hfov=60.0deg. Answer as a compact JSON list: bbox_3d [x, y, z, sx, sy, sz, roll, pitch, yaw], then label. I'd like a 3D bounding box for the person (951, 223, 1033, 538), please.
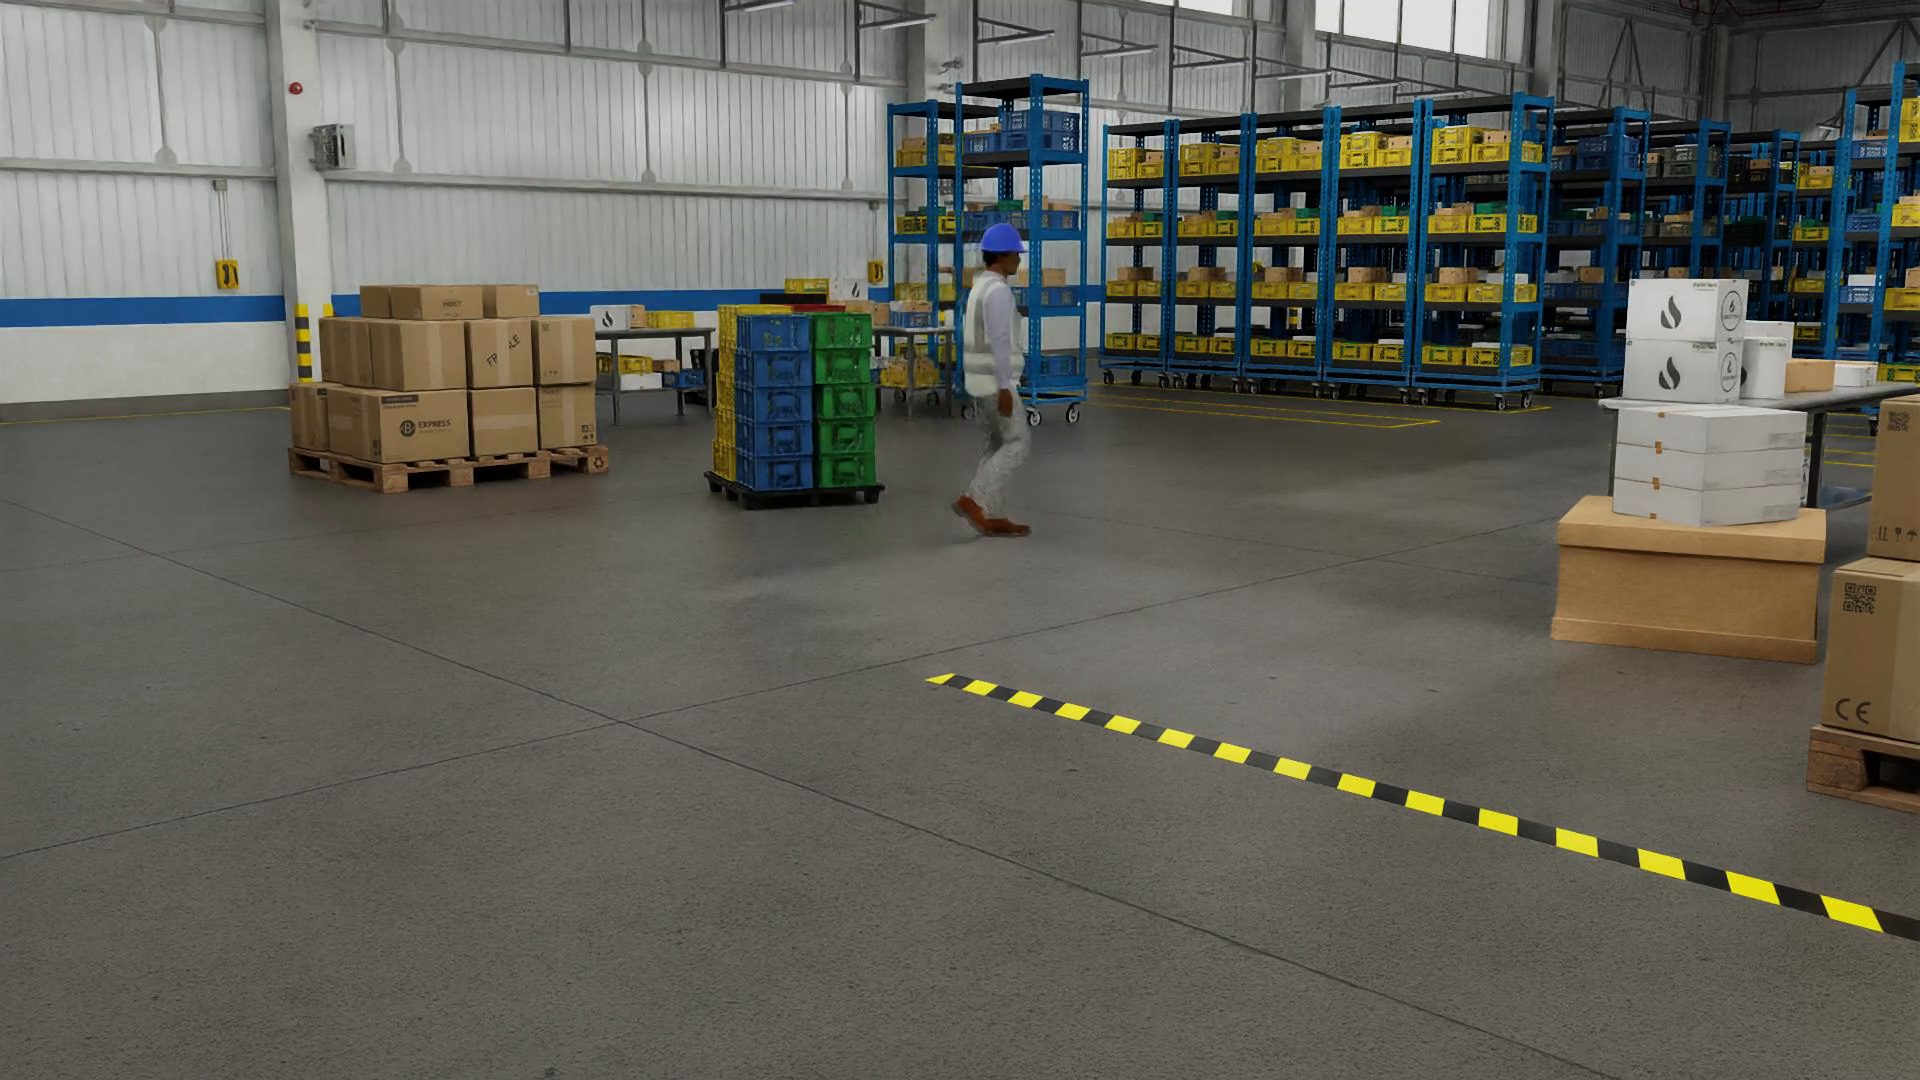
[{"bbox_3d":[0.226,-0.954,10.169,0.430,1.936,0.630,-2,10,-10],"label":"person"}]
